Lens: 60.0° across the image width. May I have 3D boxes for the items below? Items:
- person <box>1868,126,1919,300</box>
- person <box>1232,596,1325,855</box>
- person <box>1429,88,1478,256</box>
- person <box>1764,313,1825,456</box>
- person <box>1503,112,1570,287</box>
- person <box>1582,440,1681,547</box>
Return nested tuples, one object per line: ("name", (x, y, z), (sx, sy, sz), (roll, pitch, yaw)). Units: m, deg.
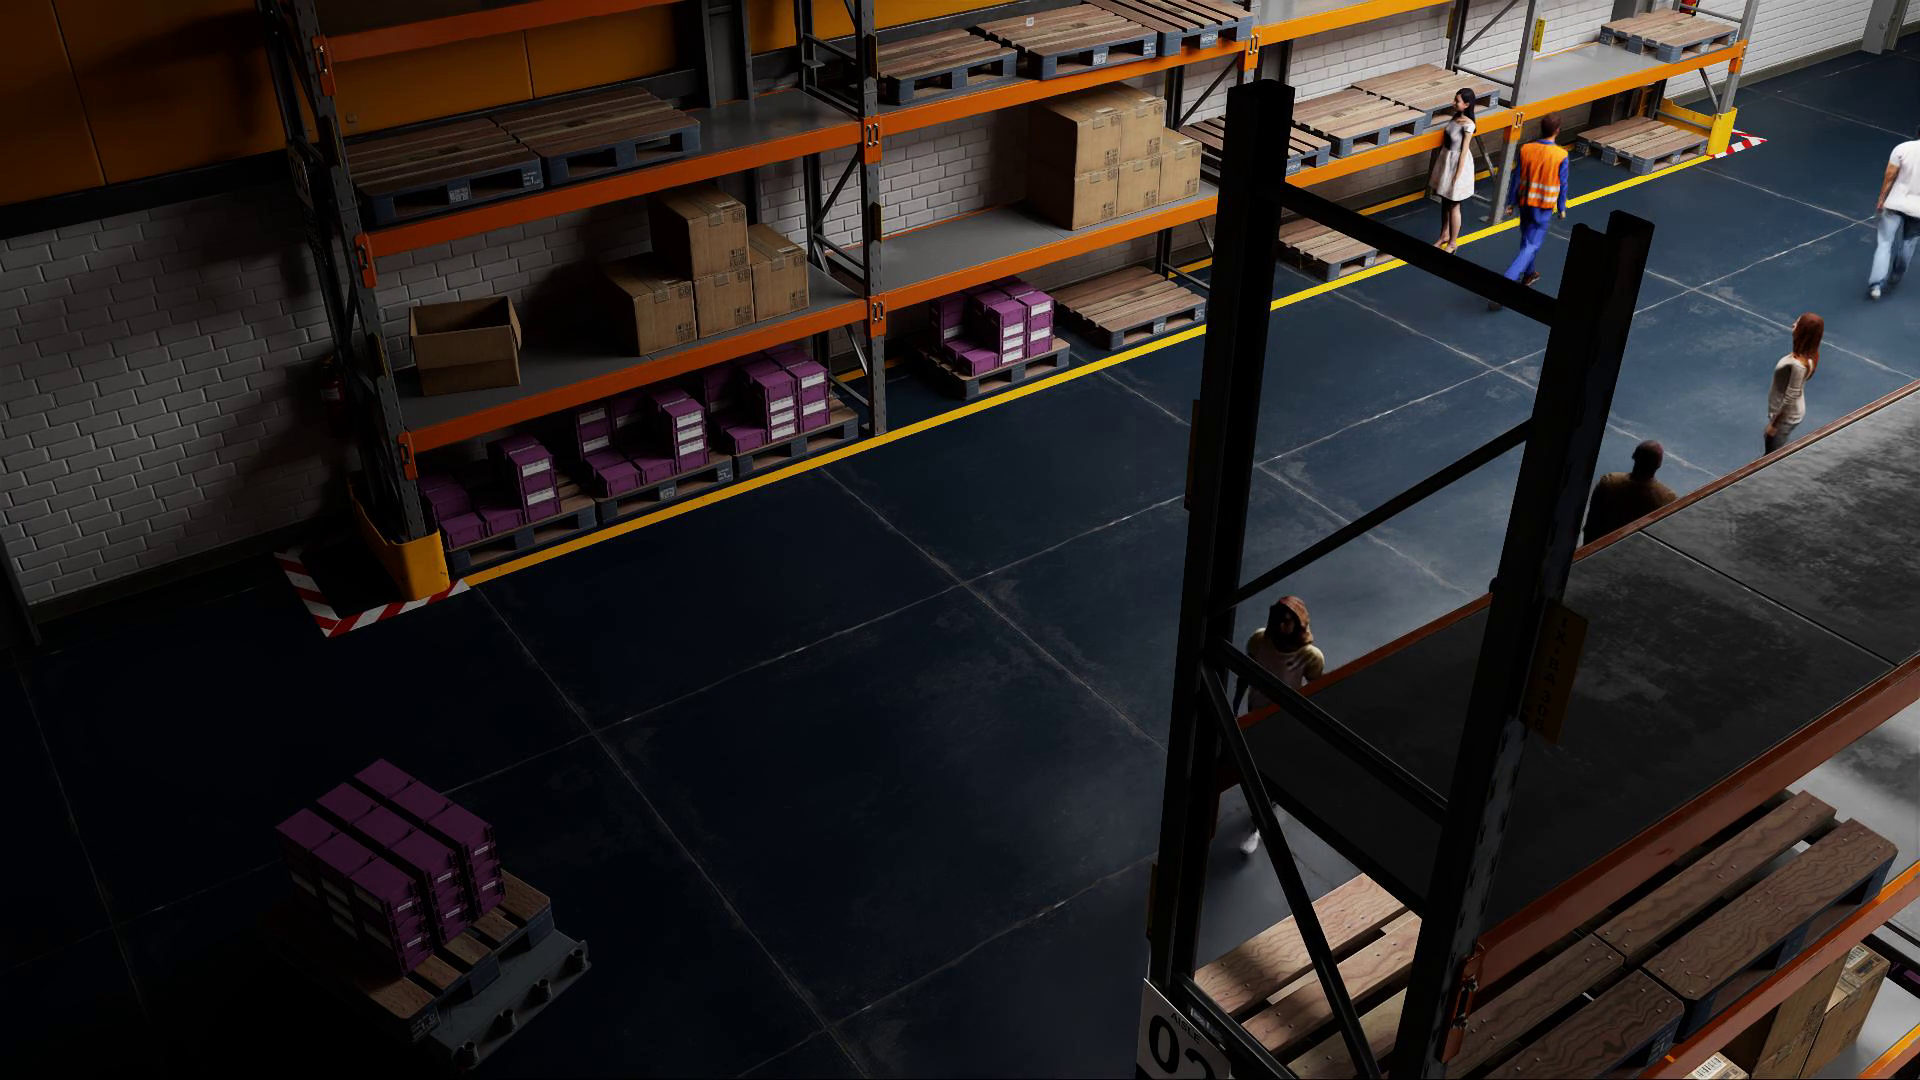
("person", (9.174, -3.209, 16.135), (0.938, 1.833, 1.129), (19, 38, 26))
("person", (1.916, 0.996, 9.930), (0.813, 1.698, 0.975), (23, 40, 31))
("person", (5.050, -3.757, 17.017), (0.793, 1.769, 0.773), (-4, 34, -5))
("person", (6.396, -0.970, 12.875), (0.730, 1.713, 0.614), (19, 38, 27))
("person", (5.540, -3.182, 16.100), (1.263, 1.828, 0.836), (-29, 43, -36))
("person", (4.363, 0.193, 11.043), (0.814, 1.804, 0.817), (28, 42, 35))
